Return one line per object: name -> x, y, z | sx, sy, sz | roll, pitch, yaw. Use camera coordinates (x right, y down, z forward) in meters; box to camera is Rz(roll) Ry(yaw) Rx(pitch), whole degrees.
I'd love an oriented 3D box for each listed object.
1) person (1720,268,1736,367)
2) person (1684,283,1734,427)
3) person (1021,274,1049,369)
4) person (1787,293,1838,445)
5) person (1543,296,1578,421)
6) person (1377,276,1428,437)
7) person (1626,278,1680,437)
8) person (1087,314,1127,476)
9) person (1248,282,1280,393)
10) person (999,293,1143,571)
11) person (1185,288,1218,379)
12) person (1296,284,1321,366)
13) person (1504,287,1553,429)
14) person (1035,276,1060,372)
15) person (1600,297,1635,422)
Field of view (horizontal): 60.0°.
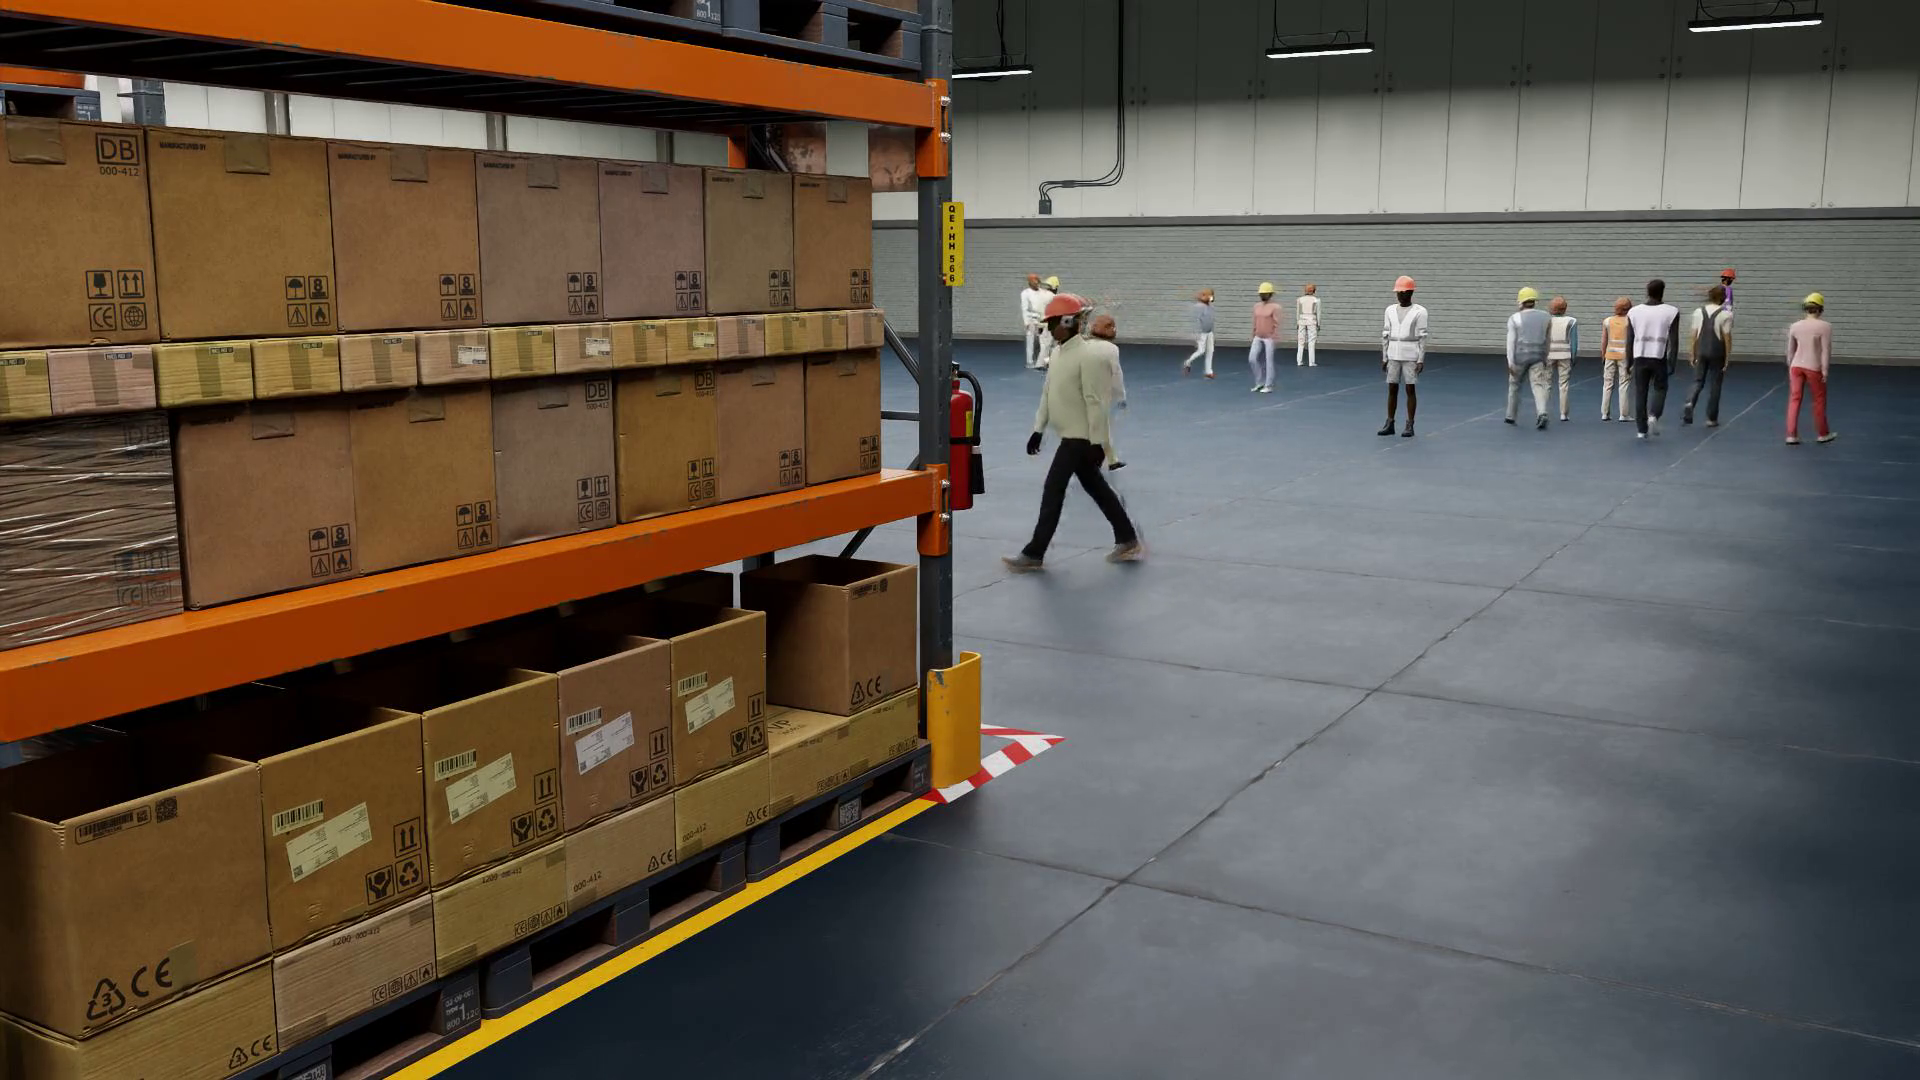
person -> 14.987, -4.351, 32.624 | 0.359, 1.936, 0.544 | -1, 10, -4
person -> 9.504, -2.331, 21.092 | 0.633, 1.832, 0.533 | -9, 13, -43
person -> 1.485, -4.185, 31.961 | 0.637, 1.827, 0.970 | -4, 10, -20
person -> 9.874, -1.976, 19.257 | 0.725, 1.736, 0.551 | -6, 12, -33
person -> 7.888, -2.389, 21.990 | 0.511, 1.644, 0.307 | 3, 10, 18
person -> 5.349, -2.211, 20.085 | 0.547, 1.939, 0.376 | 8, 12, 38
person -> 8.287, -2.171, 19.945 | 0.590, 1.908, 0.446 | 6, 11, 30
person -> 1.477, -1.427, 16.475 | 0.770, 1.602, 0.521 | -6, 11, -32
person -> 4.814, -3.203, 26.405 | 0.449, 1.751, 0.546 | -9, 13, -43
person -> 0.834, -0.753, 11.628 | 1.097, 1.934, 0.599 | -3, 10, -15
person -> 4.331, -3.689, 29.658 | 0.514, 1.616, 0.574 | -9, 13, -41
person -> 6.896, -4.250, 32.925 | 0.509, 1.629, 0.316 | 5, 11, 29
person -> 7.222, -2.306, 21.072 | 0.595, 1.798, 0.889 | 0, 10, 0
person -> 1.740, -4.045, 31.250 | 0.789, 1.794, 0.602 | -3, 10, -16
person -> 8.693, -2.375, 21.916 | 0.306, 1.640, 0.523 | -9, 13, -42
